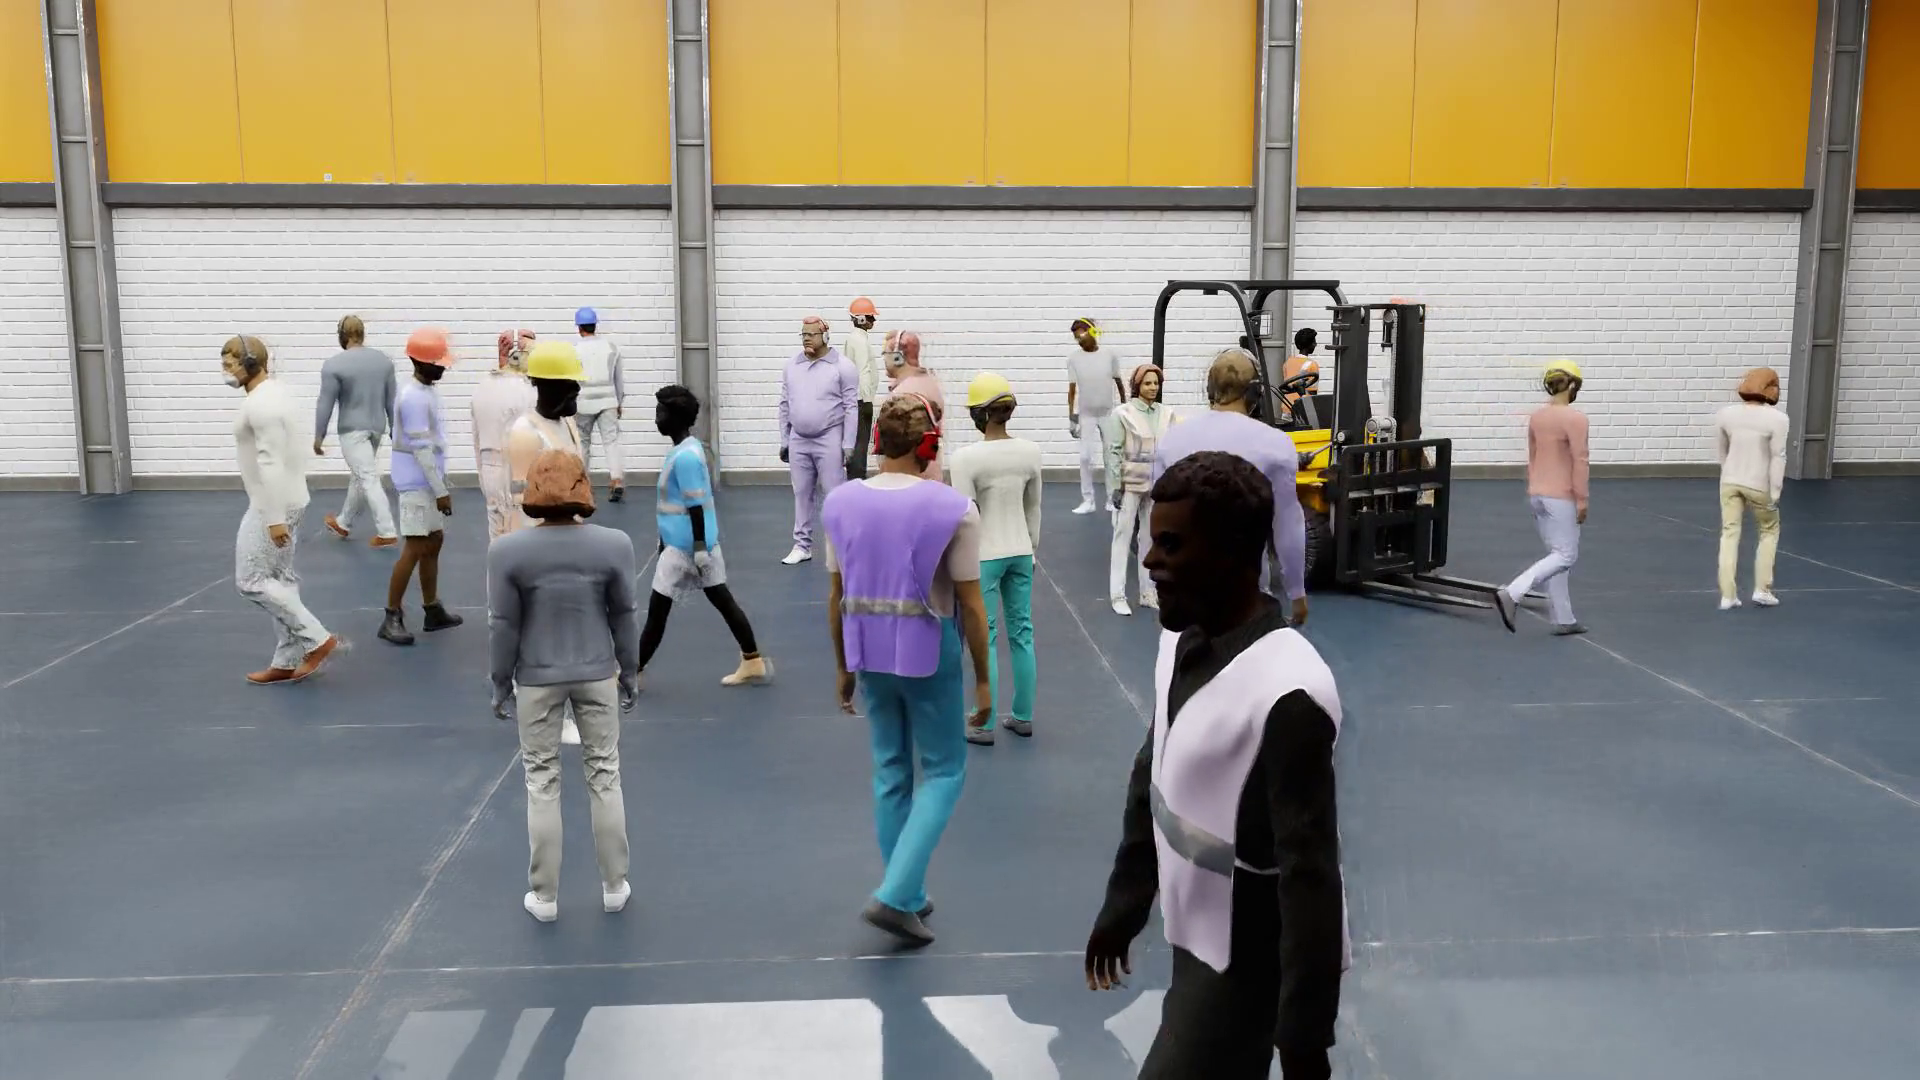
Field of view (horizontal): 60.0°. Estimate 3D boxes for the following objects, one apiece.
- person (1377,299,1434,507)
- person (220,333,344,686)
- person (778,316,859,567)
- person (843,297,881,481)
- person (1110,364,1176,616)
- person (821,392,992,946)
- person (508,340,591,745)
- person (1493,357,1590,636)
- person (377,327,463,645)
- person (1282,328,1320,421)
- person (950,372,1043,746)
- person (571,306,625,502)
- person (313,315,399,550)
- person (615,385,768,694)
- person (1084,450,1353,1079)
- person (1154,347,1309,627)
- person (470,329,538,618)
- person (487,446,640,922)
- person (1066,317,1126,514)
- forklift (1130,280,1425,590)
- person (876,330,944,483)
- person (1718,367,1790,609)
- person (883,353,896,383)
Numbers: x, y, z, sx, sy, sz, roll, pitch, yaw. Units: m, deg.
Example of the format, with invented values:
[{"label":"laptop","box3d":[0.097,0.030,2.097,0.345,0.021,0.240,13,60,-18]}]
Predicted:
[{"label":"person","box3d":[4.021,-1.237,15.483,1.043,1.986,0.660,-2,9,-15]},{"label":"person","box3d":[-3.687,-0.156,8.957,0.455,1.907,0.636,-3,9,-16]},{"label":"person","box3d":[-1.099,-0.747,12.669,0.651,1.907,0.409,3,10,20]},{"label":"person","box3d":[-0.972,-1.403,16.510,0.380,1.995,0.611,-3,9,-16]},{"label":"person","box3d":[1.196,-0.332,10.896,0.515,1.641,0.314,-5,10,-27]},{"label":"person","box3d":[-0.176,0.435,5.483,0.576,1.834,0.511,4,10,25]},{"label":"person","box3d":[-1.886,0.025,7.788,0.412,1.913,0.618,1,9,9]},{"label":"person","box3d":[3.560,-0.252,10.163,0.654,1.719,0.554,-2,9,-15]},{"label":"person","box3d":[-3.282,-0.335,10.103,0.510,1.905,0.783,-2,9,-10]},{"label":"person","box3d":[3.445,-1.298,16.810,0.322,1.689,0.530,-4,10,-23]},{"label":"person","box3d":[0.158,0.089,7.868,0.523,1.766,0.315,-7,11,-36]},{"label":"person","box3d":[-3.576,-1.331,16.312,0.617,1.918,0.902,-4,10,-22]},{"label":"person","box3d":[-4.942,-0.872,13.514,1.023,1.882,0.659,5,11,30]},{"label":"person","box3d":[-1.463,0.000,8.786,0.934,1.641,0.531,-1,9,-5]},{"label":"person","box3d":[0.450,0.779,3.109,0.525,1.896,0.593,-1,9,-5]},{"label":"person","box3d":[1.098,0.183,6.793,0.473,1.924,0.648,-9,13,-44]},{"label":"person","box3d":[-2.571,-0.279,9.739,0.402,1.904,0.651,-9,13,-44]},{"label":"person","box3d":[-1.357,0.494,5.729,0.508,1.632,0.271,-3,10,-19]},{"label":"person","box3d":[1.336,-1.139,15.393,0.702,1.831,0.376,0,9,-2]},{"label":"forklift","box3d":[2.301,-0.860,12.475,1.214,2.155,2.313,-6,11,-35]},{"label":"person","box3d":[-0.393,-0.339,10.211,0.822,1.879,0.659,3,10,20]},{"label":"person","box3d":[5.280,-0.344,11.078,0.575,1.610,0.499,-7,12,-39]},{"label":"person","box3d":[-0.548,-0.802,13.537,0.742,1.742,0.557,-3,10,-19]}]
